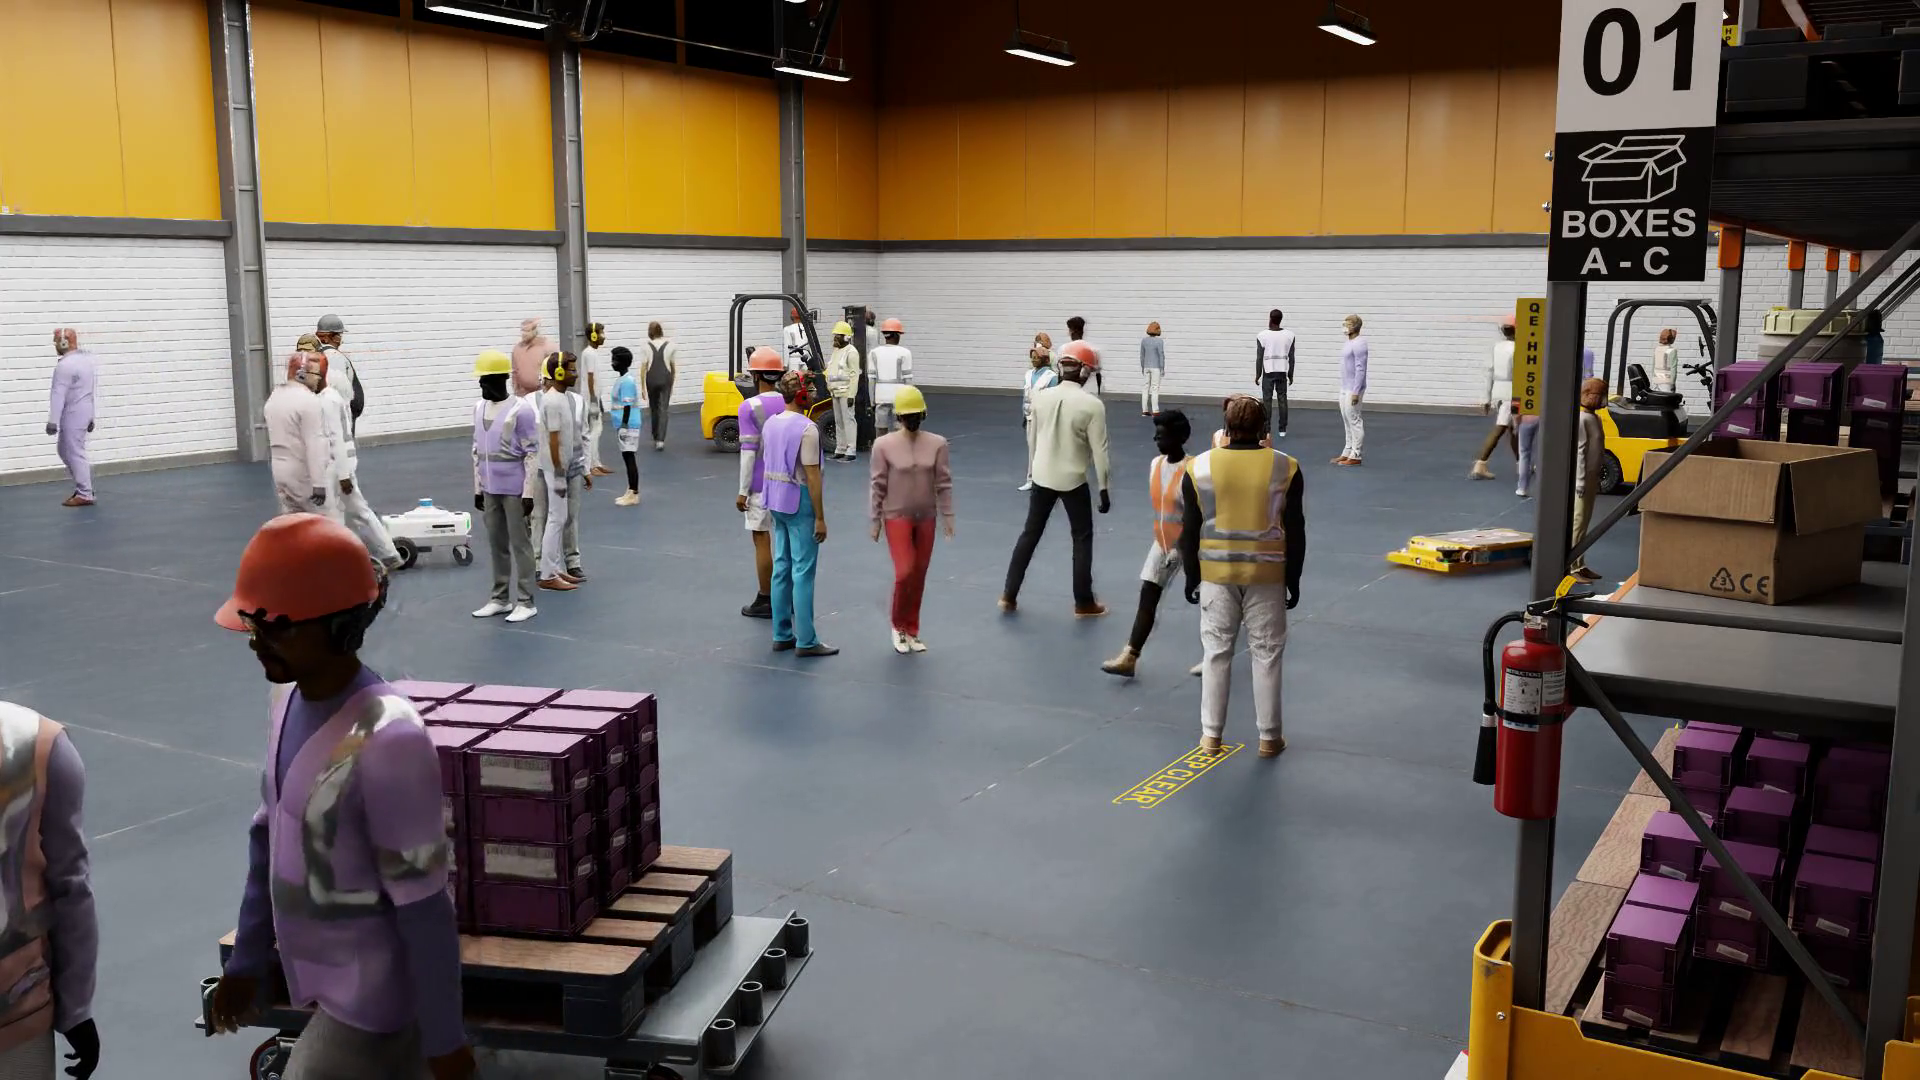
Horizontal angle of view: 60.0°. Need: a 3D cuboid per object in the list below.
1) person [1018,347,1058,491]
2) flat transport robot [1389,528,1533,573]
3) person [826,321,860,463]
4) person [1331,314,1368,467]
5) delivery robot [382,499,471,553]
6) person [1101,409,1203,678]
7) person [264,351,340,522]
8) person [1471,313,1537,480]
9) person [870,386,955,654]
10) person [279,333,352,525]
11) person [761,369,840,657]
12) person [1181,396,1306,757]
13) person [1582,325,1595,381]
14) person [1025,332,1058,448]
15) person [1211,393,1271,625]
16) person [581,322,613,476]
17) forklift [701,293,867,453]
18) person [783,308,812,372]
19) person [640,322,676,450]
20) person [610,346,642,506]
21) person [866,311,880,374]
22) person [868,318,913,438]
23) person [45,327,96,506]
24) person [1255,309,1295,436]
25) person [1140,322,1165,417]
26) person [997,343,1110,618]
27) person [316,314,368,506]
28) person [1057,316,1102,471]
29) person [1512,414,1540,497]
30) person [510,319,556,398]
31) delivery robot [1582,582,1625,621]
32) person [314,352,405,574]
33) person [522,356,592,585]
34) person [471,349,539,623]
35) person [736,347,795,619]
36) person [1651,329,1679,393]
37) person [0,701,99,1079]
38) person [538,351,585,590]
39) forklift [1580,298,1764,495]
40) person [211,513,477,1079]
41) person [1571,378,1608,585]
[{"bbox_3d":[0.895,-1.347,18.672,0.311,1.642,0.513,-8,12,-42],"label":"person"},{"bbox_3d":[4.379,0.073,14.074,1.431,0.197,0.652,-6,11,-32],"label":"flat transport robot"},{"bbox_3d":[-1.533,-1.922,21.653,0.404,1.837,0.596,-5,11,-30],"label":"person"},{"bbox_3d":[4.991,-1.904,21.221,0.364,1.939,0.636,0,9,-2],"label":"person"},{"bbox_3d":[-4.485,-0.105,14.005,0.707,0.478,0.477,-3,10,-20],"label":"delivery robot"},{"bbox_3d":[1.271,0.042,9.962,0.917,1.640,0.534,-6,11,-35],"label":"person"},{"bbox_3d":[-4.850,-0.435,12.232,0.726,1.886,0.434,7,12,39],"label":"person"},{"bbox_3d":[6.563,-1.709,19.918,1.105,1.982,0.619,-3,10,-20],"label":"person"},{"bbox_3d":[-0.292,-0.124,10.710,0.542,1.734,0.482,-4,10,-24],"label":"person"},{"bbox_3d":[-5.613,-0.826,14.491,0.627,1.941,0.371,0,9,2],"label":"person"},{"bbox_3d":[-1.062,-0.170,10.683,0.390,1.847,0.563,-7,12,-39],"label":"person"},{"bbox_3d":[1.438,0.189,8.465,0.622,1.845,0.429,2,9,13],"label":"person"},{"bbox_3d":[7.451,-1.730,20.284,0.573,1.918,0.455,8,12,42],"label":"person"},{"bbox_3d":[1.158,-2.095,23.359,0.498,1.634,0.284,7,11,35],"label":"person"},{"bbox_3d":[1.961,-0.217,11.663,0.314,1.630,0.516,-8,12,-40],"label":"person"},{"bbox_3d":[-4.447,-1.716,20.269,0.329,1.872,0.544,-1,9,-9],"label":"person"},{"bbox_3d":[-2.458,-2.344,23.176,2.313,2.155,1.214,0,9,-2],"label":"forklift"},{"bbox_3d":[-2.761,-3.017,28.348,0.576,1.881,0.354,-6,11,-33],"label":"person"},{"bbox_3d":[-4.217,-2.159,23.297,0.498,1.789,1.002,-2,9,-12],"label":"person"},{"bbox_3d":[-3.539,-1.205,17.618,0.318,1.697,0.538,-3,9,-16],"label":"person"},{"bbox_3d":[-1.502,-2.960,28.179,0.629,1.815,0.701,8,12,40],"label":"person"},{"bbox_3d":[-0.810,-1.658,19.712,0.543,1.932,0.376,3,10,17],"label":"person"},{"bbox_3d":[-9.404,-1.288,17.524,0.503,1.891,0.655,-2,9,-13],"label":"person"},{"bbox_3d":[4.753,-2.515,25.088,0.597,1.921,0.383,-1,9,-5],"label":"person"},{"bbox_3d":[3.315,-2.930,28.577,0.269,1.631,0.509,-8,12,-41],"label":"person"},{"bbox_3d":[0.683,-0.415,11.866,0.838,1.965,0.600,6,11,32],"label":"person"},{"bbox_3d":[-6.538,-1.356,17.484,0.682,2.000,0.537,8,12,42],"label":"person"},{"bbox_3d":[1.492,-1.841,20.897,0.630,1.915,0.805,-2,9,-12],"label":"person"},{"bbox_3d":[6.250,-1.280,17.981,0.534,1.729,0.863,1,9,7],"label":"person"},{"bbox_3d":[-5.431,-1.846,21.098,0.665,1.881,0.640,3,10,18],"label":"person"},{"bbox_3d":[4.086,0.503,10.215,0.477,0.478,0.707,1,9,5],"label":"delivery robot"},{"bbox_3d":[-4.943,-0.584,13.335,0.910,1.846,0.607,-4,10,-21],"label":"person"},{"bbox_3d":[-3.198,-0.557,13.179,0.587,1.823,0.403,-5,10,-30],"label":"person"},{"bbox_3d":[-3.231,-0.380,11.745,0.590,1.926,0.388,6,11,34],"label":"person"},{"bbox_3d":[-1.379,-0.409,11.893,0.362,1.935,0.553,9,13,44],"label":"person"},{"bbox_3d":[10.461,-2.317,24.723,0.315,1.641,0.514,-2,9,-12],"label":"person"},{"bbox_3d":[-2.092,1.005,3.391,0.621,1.838,0.429,-5,10,-27],"label":"person"},{"bbox_3d":[-3.113,-0.534,12.938,0.333,1.860,0.508,-1,9,-8],"label":"person"},{"bbox_3d":[7.954,-1.589,18.462,2.313,2.155,1.214,5,11,30],"label":"forklift"},{"bbox_3d":[-1.223,0.908,3.572,1.064,1.991,0.603,-6,11,-33],"label":"person"},{"bbox_3d":[4.986,-0.473,13.232,0.286,1.636,0.500,6,11,34],"label":"person"}]
